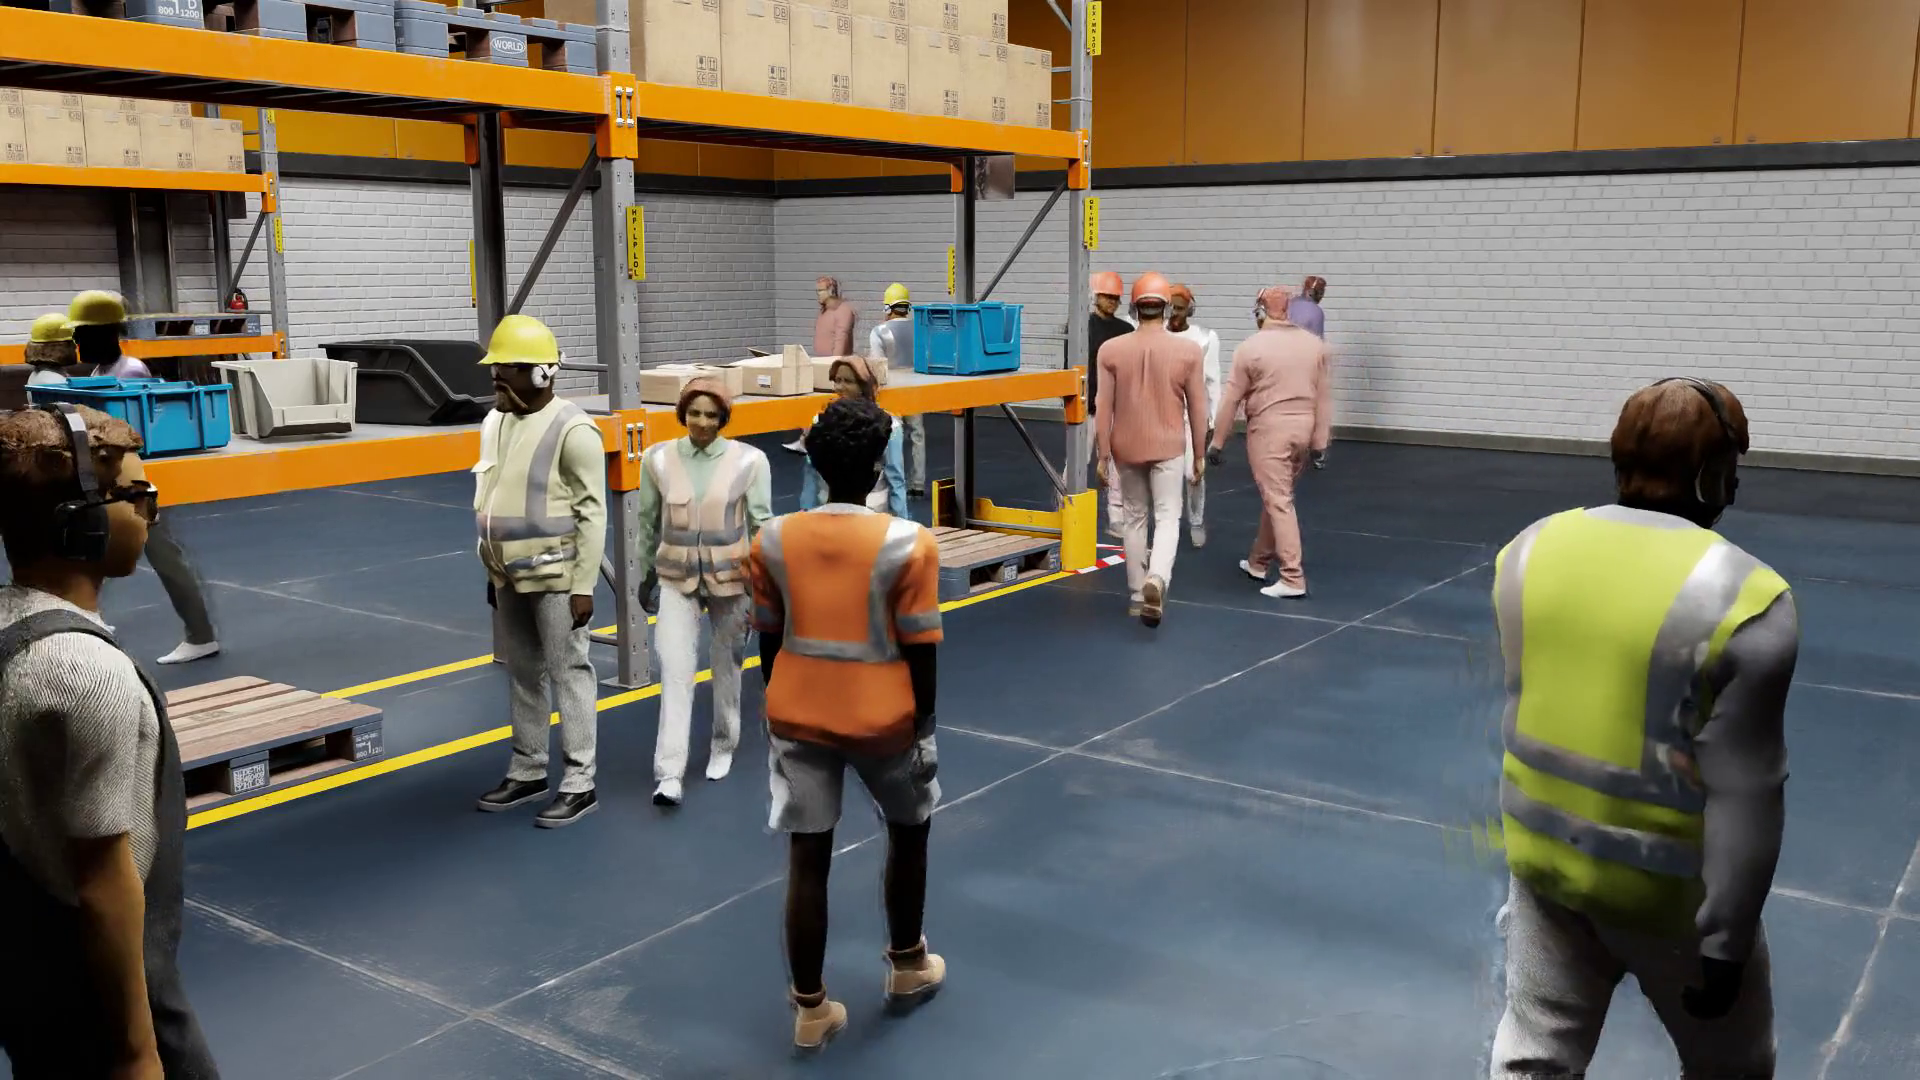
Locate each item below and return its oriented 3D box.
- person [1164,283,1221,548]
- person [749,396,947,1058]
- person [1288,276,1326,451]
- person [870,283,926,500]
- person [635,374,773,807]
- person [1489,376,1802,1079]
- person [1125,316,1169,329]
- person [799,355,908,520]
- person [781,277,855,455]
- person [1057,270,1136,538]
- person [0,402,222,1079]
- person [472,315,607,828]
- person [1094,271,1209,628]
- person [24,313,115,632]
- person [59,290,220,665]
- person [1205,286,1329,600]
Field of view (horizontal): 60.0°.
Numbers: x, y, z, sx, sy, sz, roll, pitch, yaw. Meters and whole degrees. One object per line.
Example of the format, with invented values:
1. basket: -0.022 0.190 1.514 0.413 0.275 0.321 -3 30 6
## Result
1. person: 1.481 -0.817 11.413 0.597 1.868 0.408 2 10 13
2. person: -0.268 0.459 4.373 0.553 1.668 0.696 3 10 17
3. person: 3.625 -1.893 17.883 0.395 1.868 0.813 -6 11 -32
4. person: -0.515 -1.226 13.957 0.591 1.834 0.404 -6 11 -32
5. person: -0.963 0.188 6.215 0.540 1.593 0.834 0 10 0
6. person: 1.294 0.608 3.095 0.733 1.818 0.640 -6 11 -32
7. person: 1.744 -1.439 15.055 0.550 1.886 0.997 0 10 0
8. person: -0.480 -0.066 7.754 0.507 1.596 0.874 7 12 36
9. person: -1.353 -1.797 17.290 0.984 1.852 0.651 -7 12 -35
10. person: 1.009 -1.028 12.407 0.617 1.965 0.885 -3 10 -17
11. person: -1.406 0.700 2.545 0.517 1.822 0.805 8 13 40
12. person: -1.523 0.113 5.984 0.591 1.833 0.404 7 12 37
13. person: 1.048 -0.495 9.207 0.632 1.975 0.834 2 10 13
14. person: -4.854 -0.351 9.012 0.307 1.745 0.484 -8 13 -41
15. person: -4.166 -0.267 8.127 0.591 1.877 0.982 9 13 42
16. person: 1.862 -0.604 10.168 0.673 1.854 0.937 -5 11 -28
